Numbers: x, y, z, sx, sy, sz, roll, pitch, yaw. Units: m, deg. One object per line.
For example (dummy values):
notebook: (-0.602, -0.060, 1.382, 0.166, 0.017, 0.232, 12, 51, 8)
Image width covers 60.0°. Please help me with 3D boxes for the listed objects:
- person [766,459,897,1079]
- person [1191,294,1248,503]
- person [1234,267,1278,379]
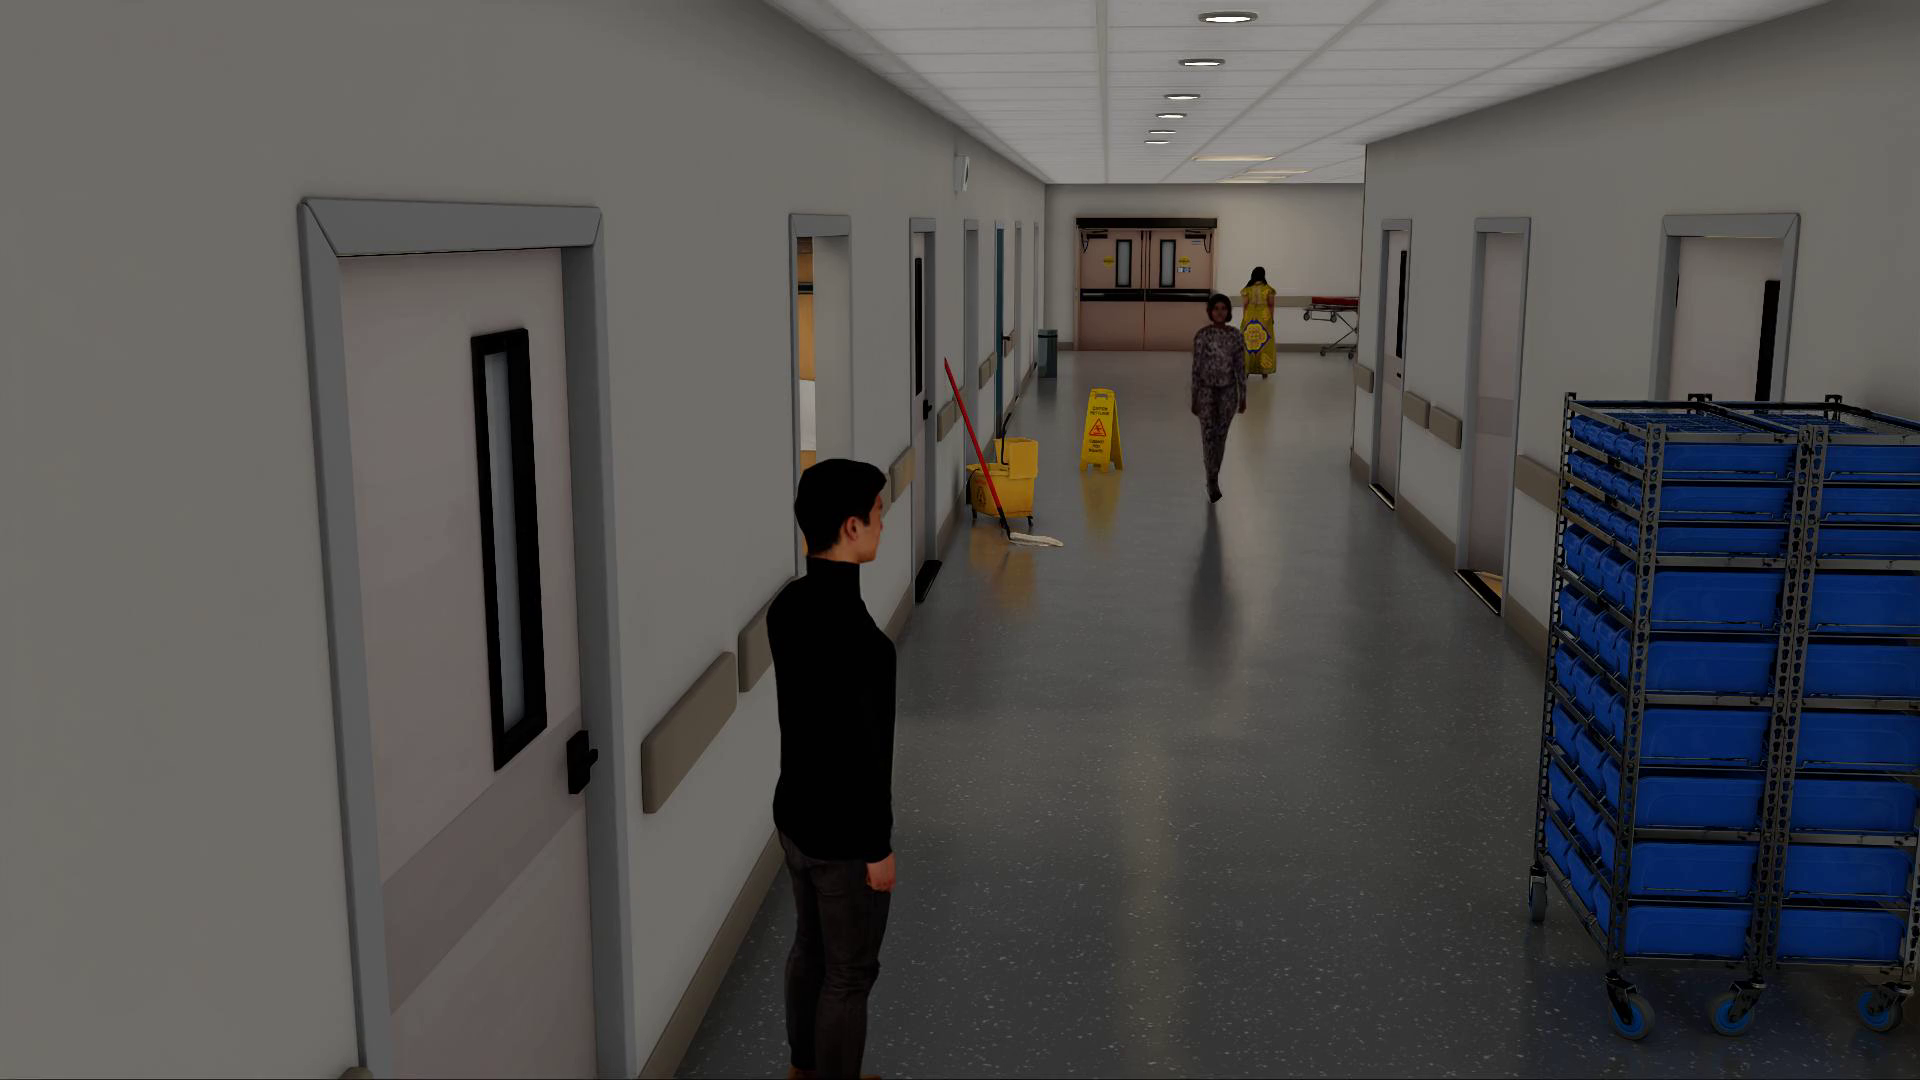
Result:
person: (-0.308, 0.656, 4.076, 0.781, 1.722, 0.657, -5, 12, -25)
person: (2.128, -1.151, 13.747, 0.608, 1.666, 1.114, 1, 11, 3)
person: (4.452, -3.262, 24.898, 0.867, 1.658, 0.772, 2, 11, 10)
